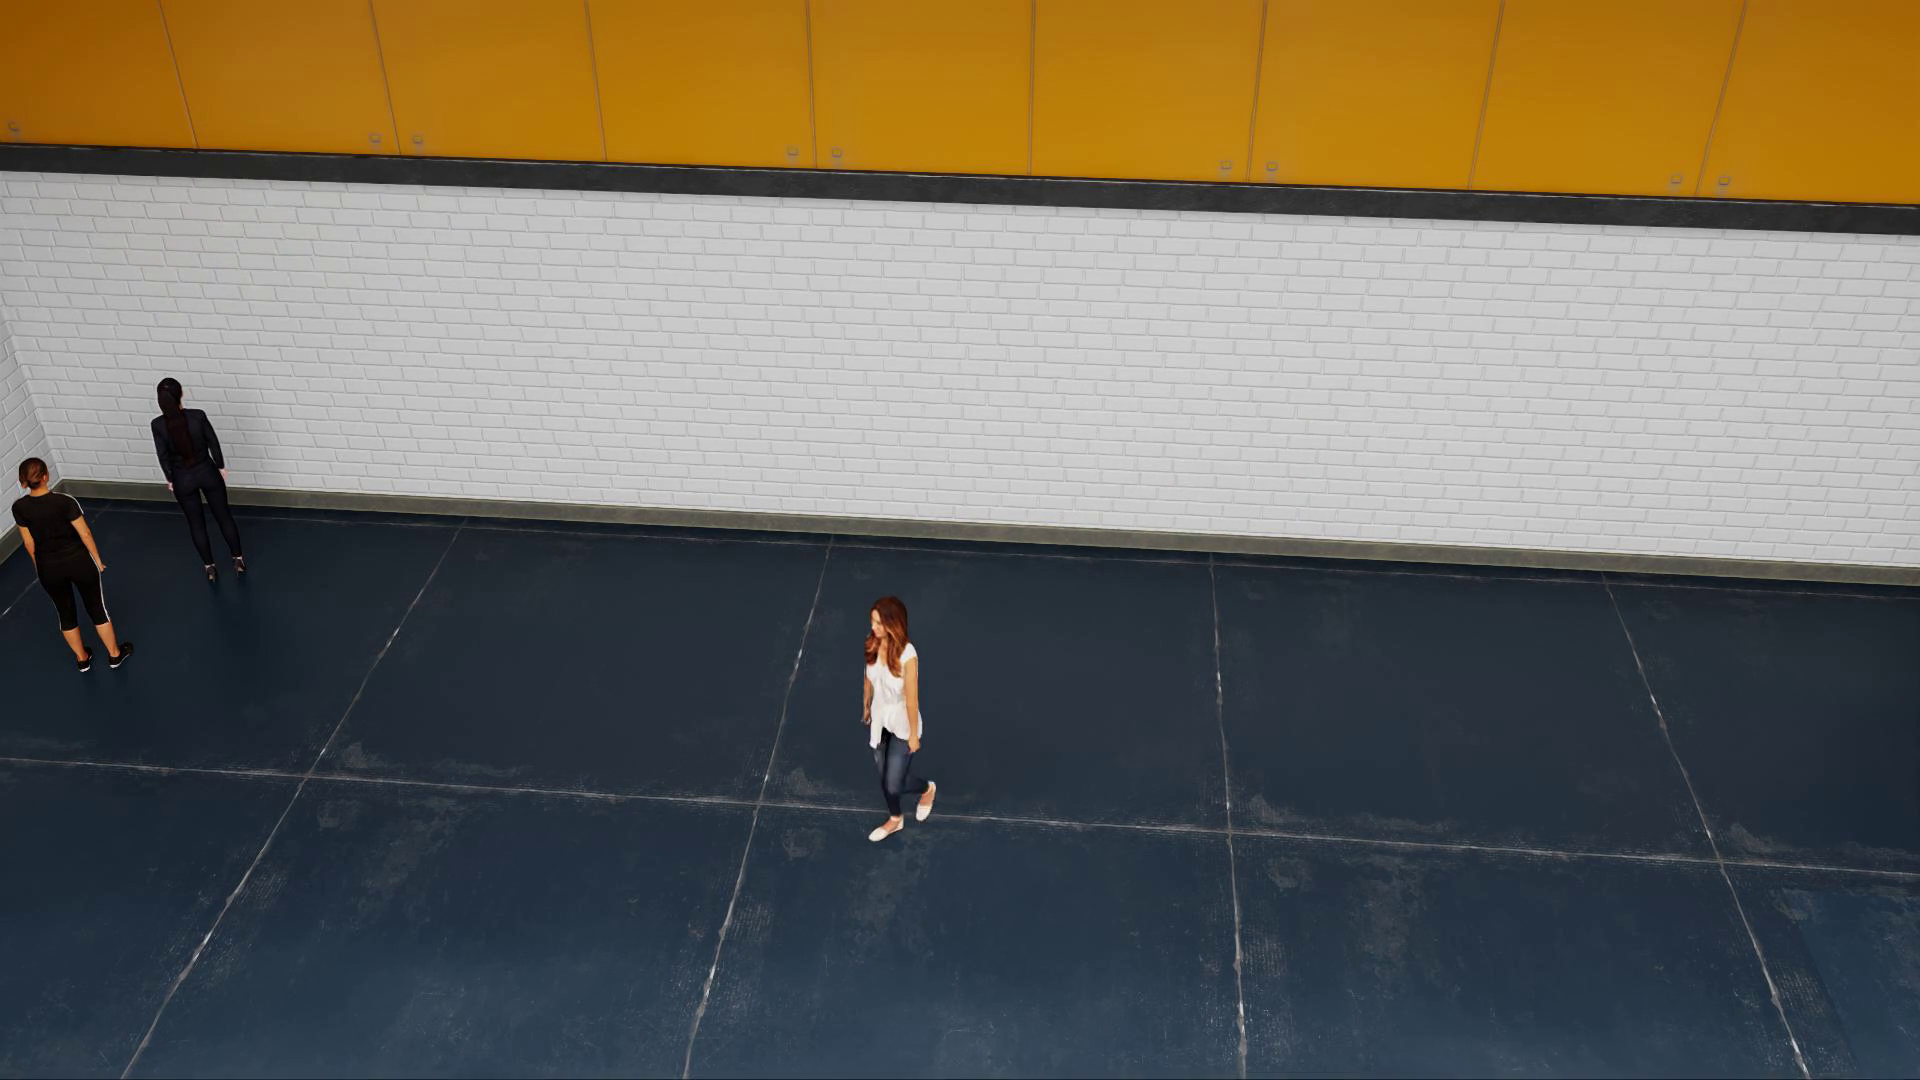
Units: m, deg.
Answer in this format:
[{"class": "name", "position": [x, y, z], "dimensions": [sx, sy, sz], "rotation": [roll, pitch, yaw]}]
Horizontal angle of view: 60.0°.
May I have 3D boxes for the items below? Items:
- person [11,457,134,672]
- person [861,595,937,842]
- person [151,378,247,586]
[{"class": "person", "position": [-6.172, 0.166, 11.472], "dimensions": [0.633, 1.668, 0.587], "rotation": [-6, 34, -9]}, {"class": "person", "position": [-0.329, 1.069, 10.017], "dimensions": [0.867, 1.774, 0.803], "rotation": [-28, 43, -35]}, {"class": "person", "position": [-5.666, -0.449, 12.358], "dimensions": [0.643, 1.712, 0.654], "rotation": [-16, 37, -22]}]
